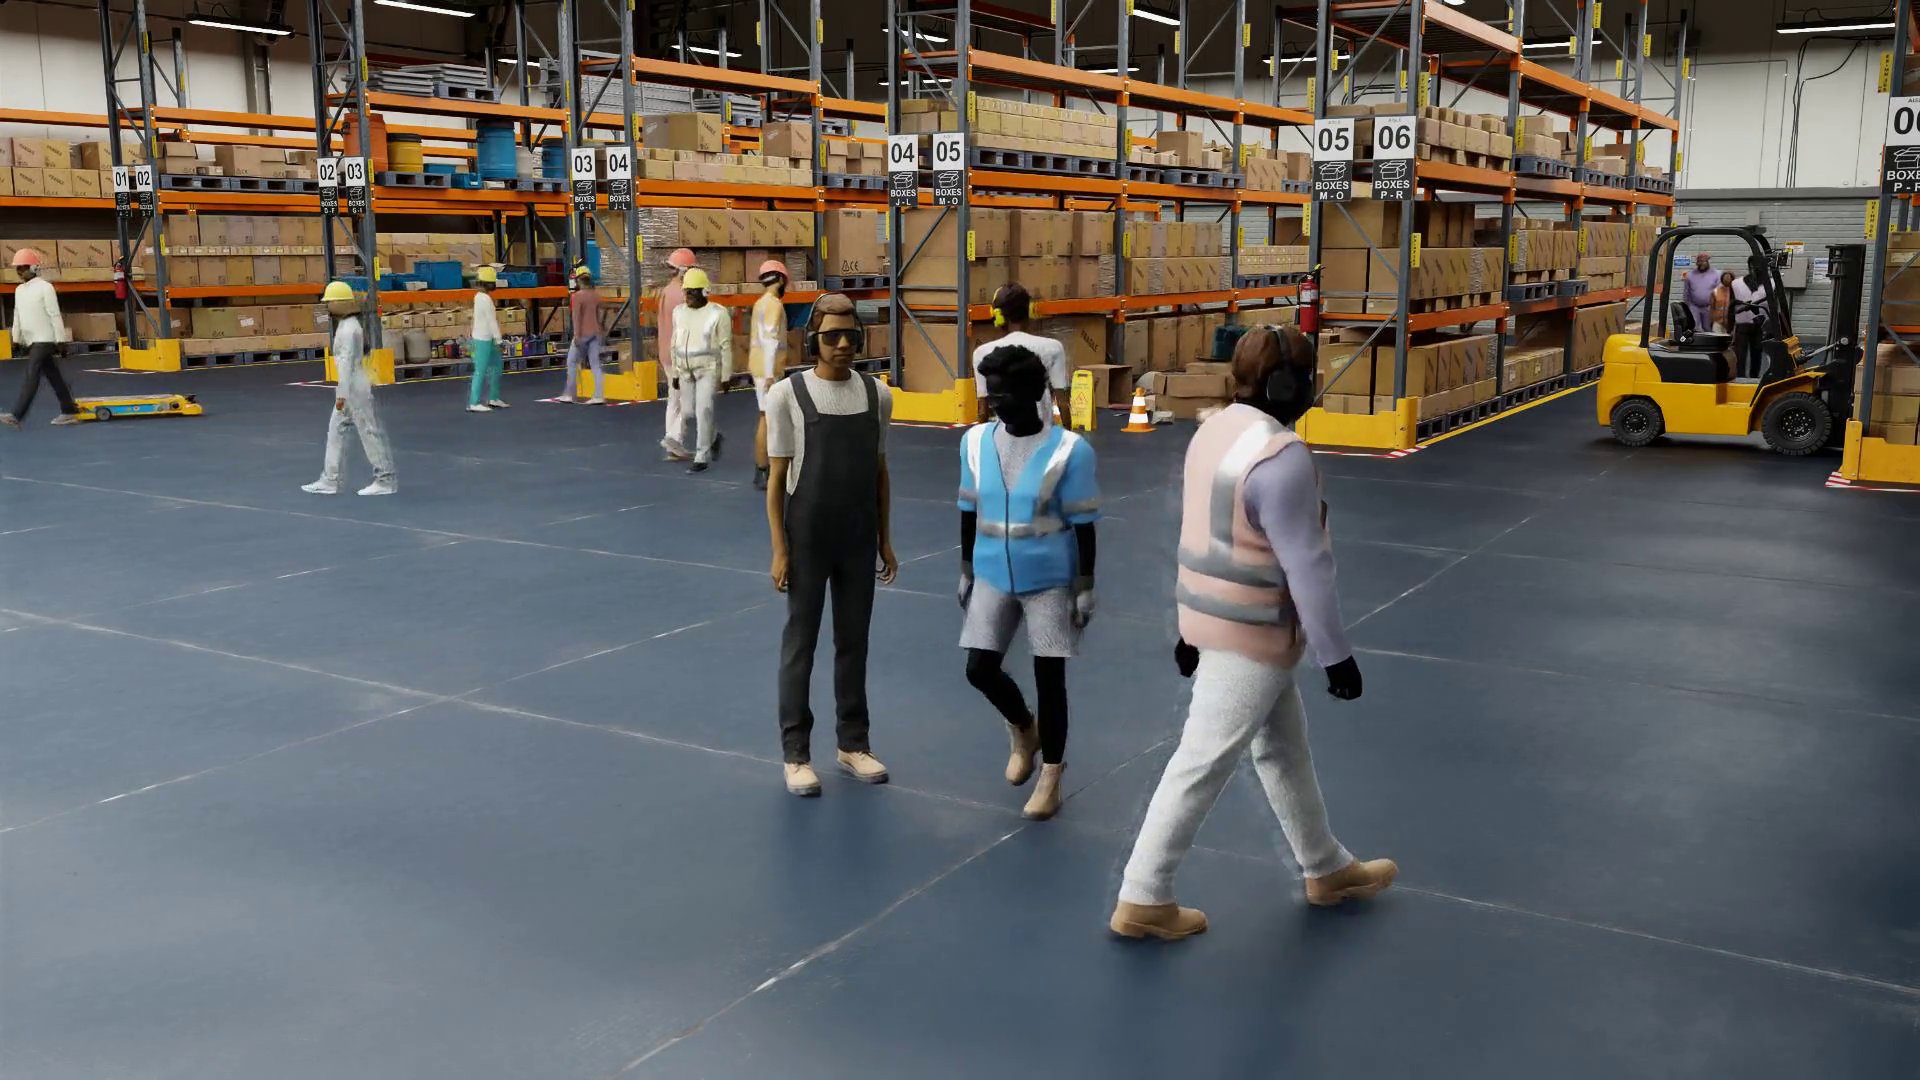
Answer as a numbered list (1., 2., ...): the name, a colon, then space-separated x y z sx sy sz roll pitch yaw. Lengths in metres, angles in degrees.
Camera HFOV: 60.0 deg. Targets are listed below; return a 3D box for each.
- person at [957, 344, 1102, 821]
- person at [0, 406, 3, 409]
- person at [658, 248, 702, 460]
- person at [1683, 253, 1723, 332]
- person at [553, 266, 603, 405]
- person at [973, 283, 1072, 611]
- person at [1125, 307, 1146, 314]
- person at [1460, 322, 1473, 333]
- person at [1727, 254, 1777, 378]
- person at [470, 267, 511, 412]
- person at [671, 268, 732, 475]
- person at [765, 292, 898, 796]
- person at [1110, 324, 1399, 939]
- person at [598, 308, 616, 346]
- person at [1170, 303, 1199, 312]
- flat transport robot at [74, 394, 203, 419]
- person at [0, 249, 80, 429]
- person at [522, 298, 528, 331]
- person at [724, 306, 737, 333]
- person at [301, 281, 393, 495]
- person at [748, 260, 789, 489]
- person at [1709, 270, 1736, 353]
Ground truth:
1. person: 0.227 0.150 5.848 0.556 1.672 0.386 5 11 26
2. person: -12.031 -2.383 20.220 0.585 1.611 0.509 -1 10 -7
3. person: -2.578 -1.707 15.437 0.434 1.977 0.622 -6 12 -29
4. person: 12.812 -4.015 28.691 0.641 1.866 0.953 5 11 26
5. person: -4.799 -2.564 20.905 0.783 1.725 0.539 5 11 25
6. person: 0.326 -0.456 8.898 0.510 1.804 0.899 -2 10 -10
7. person: 2.873 -3.972 28.336 0.663 1.894 0.516 7 12 35
8. person: 10.074 -4.803 33.105 0.557 1.865 0.994 2 10 10
9. person: 10.670 -2.906 22.410 0.599 1.891 0.898 5 11 28
10. person: -5.648 -2.409 20.035 0.644 1.742 0.527 -4 11 -22
11. person: -2.275 -1.509 14.769 0.597 1.811 0.650 5 11 25
12. person: -0.467 0.012 6.168 0.505 1.845 0.346 -6 12 -29
13. person: 0.866 0.279 4.842 0.951 1.796 0.630 -1 10 -7
14. person: -6.733 -4.410 31.128 0.637 1.789 0.844 3 11 16
15. person: 3.821 -3.960 28.329 0.600 1.882 0.992 7 12 32
16. flat transport robot: -9.653 -1.560 19.383 1.431 0.197 0.652 -6 12 -30
17. person: -10.201 -2.194 18.232 0.653 1.942 1.023 6 12 32
18. person: -9.157 -5.280 35.474 0.606 1.966 0.367 10 14 43
19. person: -3.689 -3.448 25.314 0.625 1.933 0.359 0 10 2
20. person: -4.951 -1.192 13.256 0.796 1.705 0.511 -4 11 -21
21. person: -1.565 -1.374 13.858 0.397 1.892 0.730 -3 11 -15
22. person: 12.089 -3.447 26.207 0.522 1.611 0.765 7 12 35
